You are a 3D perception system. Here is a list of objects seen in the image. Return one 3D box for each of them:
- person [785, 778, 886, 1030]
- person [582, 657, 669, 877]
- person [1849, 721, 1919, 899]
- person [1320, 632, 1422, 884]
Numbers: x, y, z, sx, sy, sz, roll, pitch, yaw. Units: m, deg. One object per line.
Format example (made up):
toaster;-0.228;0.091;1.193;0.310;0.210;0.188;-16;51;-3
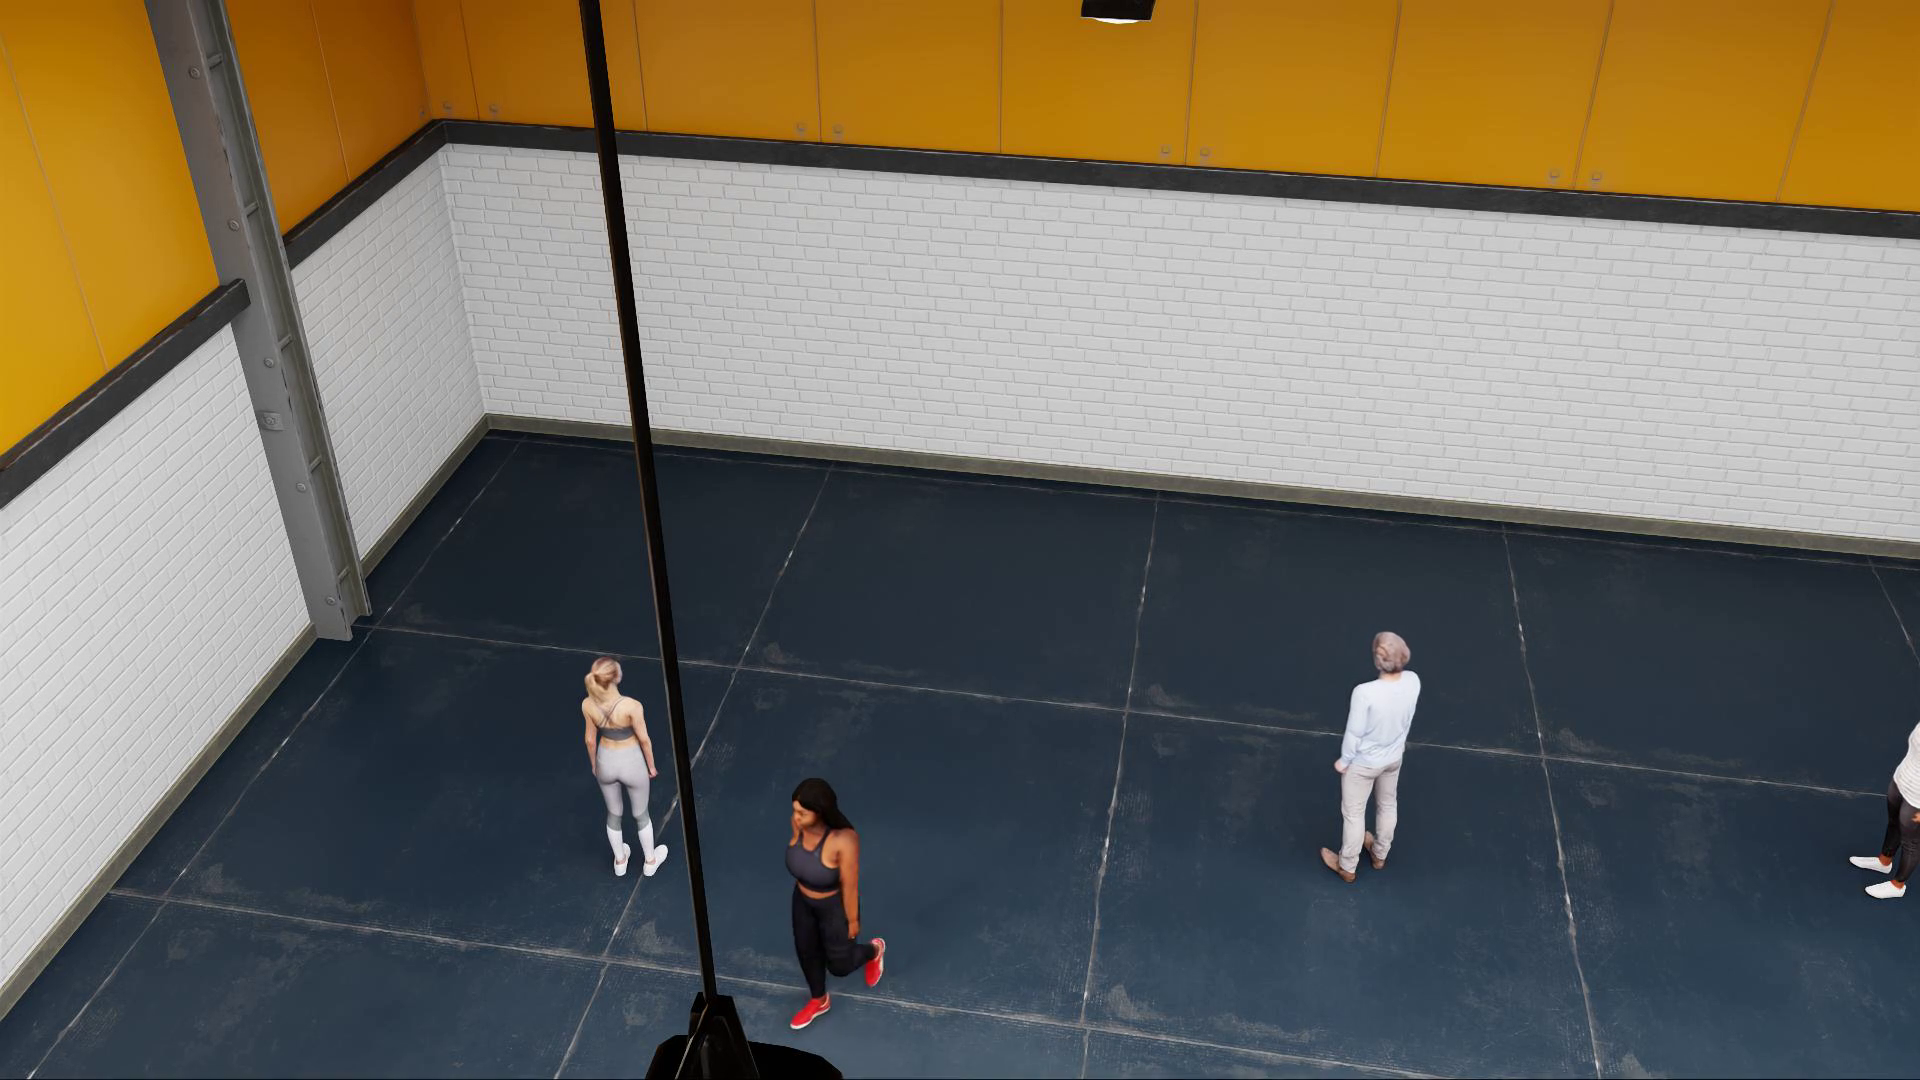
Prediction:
person;-0.717;2.050;9.596;0.923;1.800;1.049;24;40;31
person;-2.160;1.447;10.590;0.580;1.705;0.513;3;34;4
person;6.036;1.567;10.463;0.639;1.646;0.472;3;34;5
person;2.631;1.371;10.535;0.747;1.891;0.764;-13;36;-19
